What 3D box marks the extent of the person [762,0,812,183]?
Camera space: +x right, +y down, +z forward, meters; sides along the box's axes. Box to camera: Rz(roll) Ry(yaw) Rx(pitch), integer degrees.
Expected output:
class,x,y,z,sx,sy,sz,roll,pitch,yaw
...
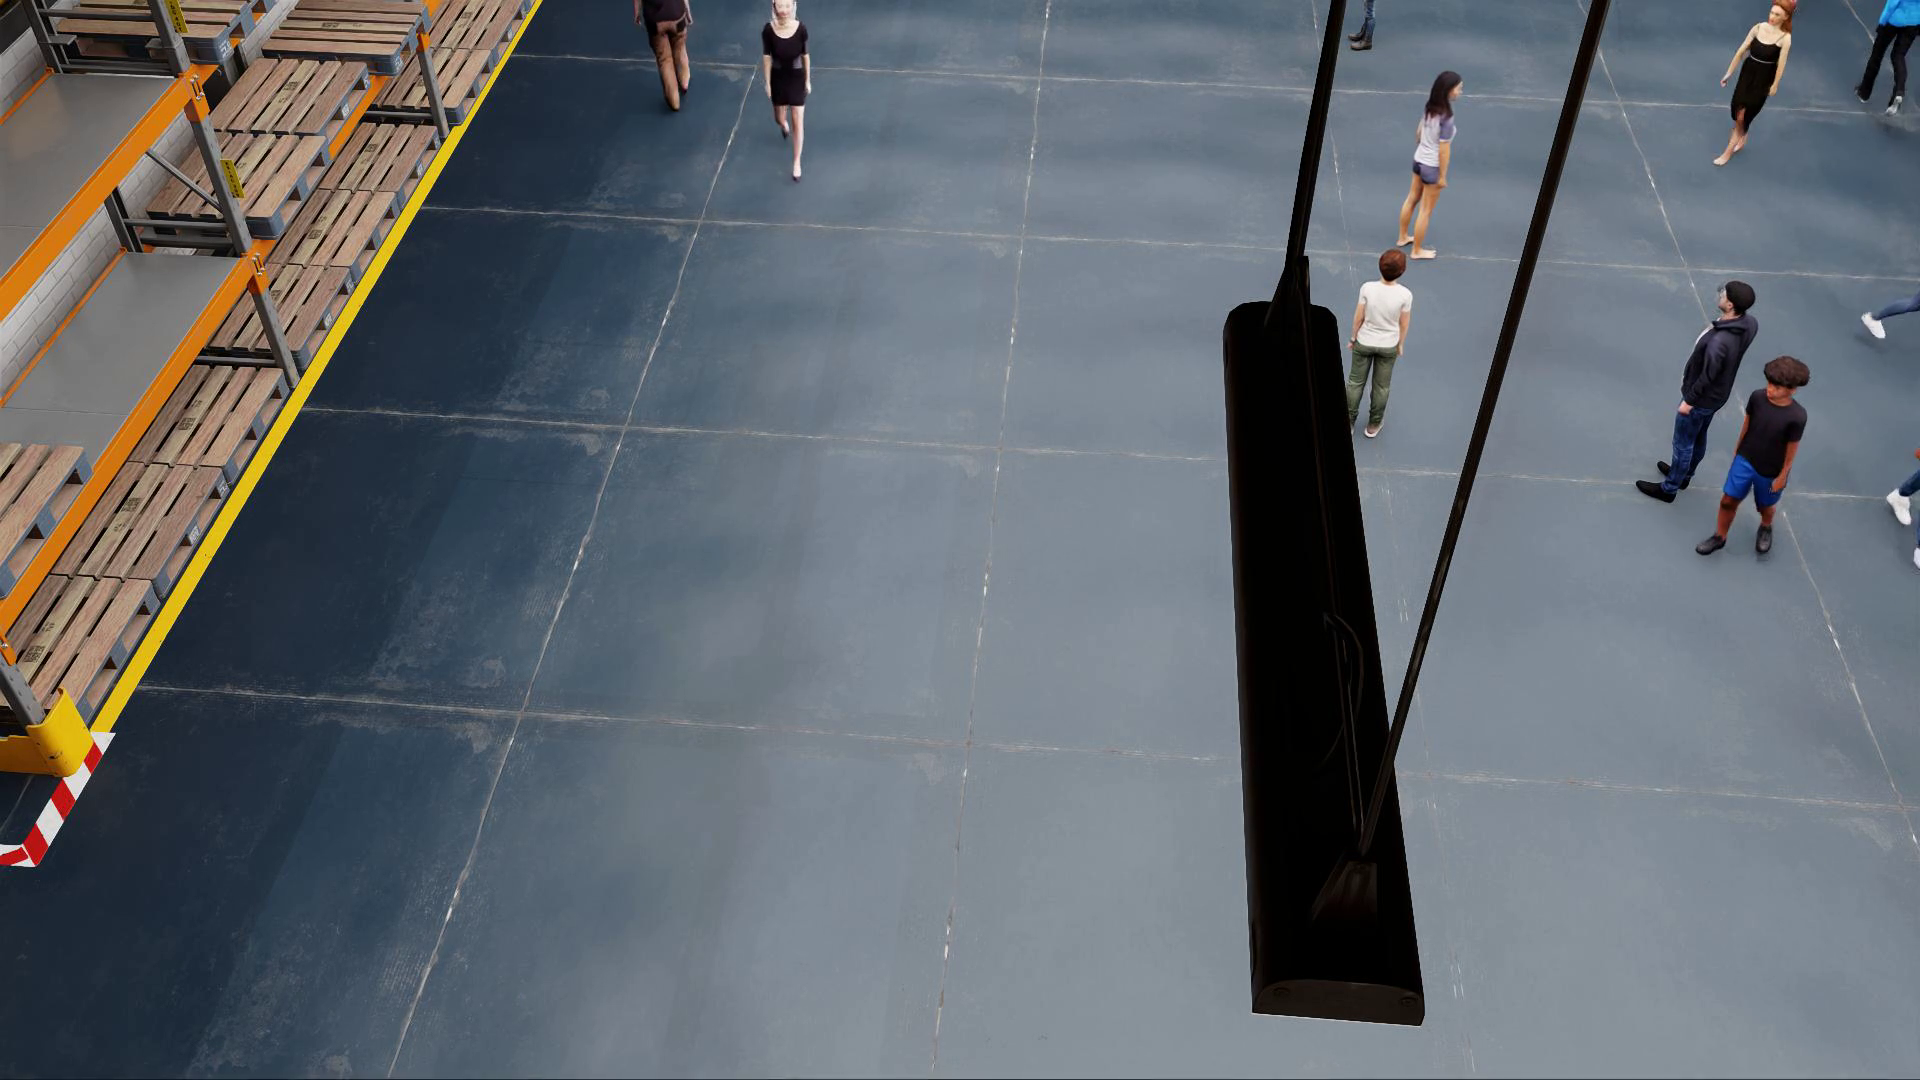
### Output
class,x,y,z,sx,sy,sz,roll,pitch,yaw
person,-1.613,-4.299,15.533,0.734,1.816,1.038,-6,44,-6

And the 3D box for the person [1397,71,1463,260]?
class,x,y,z,sx,sy,sz,roll,pitch,yaw
person,4.102,-3.274,14.520,0.711,1.732,0.574,-11,45,-12

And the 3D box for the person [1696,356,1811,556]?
class,x,y,z,sx,sy,sz,roll,pitch,yaw
person,5.690,-0.583,11.681,0.975,1.750,0.944,-28,50,-26

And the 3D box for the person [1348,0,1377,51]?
class,x,y,z,sx,sy,sz,roll,pitch,yaw
person,4.341,-5.825,17.498,0.559,1.316,0.424,4,44,4

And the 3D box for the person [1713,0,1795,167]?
class,x,y,z,sx,sy,sz,roll,pitch,yaw
person,7.608,-4.387,15.785,0.909,1.597,0.874,-24,49,-23

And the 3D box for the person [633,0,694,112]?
class,x,y,z,sx,sy,sz,roll,pitch,yaw
person,-2.891,-5.086,16.360,0.895,1.815,0.997,-13,45,-13

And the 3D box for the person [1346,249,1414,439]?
class,x,y,z,sx,sy,sz,roll,pitch,yaw
person,3.182,-1.496,12.709,0.597,1.654,0.576,10,45,11

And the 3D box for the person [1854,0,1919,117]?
class,x,y,z,sx,sy,sz,roll,pitch,yaw
person,9.271,-5.012,16.310,0.606,1.778,1.005,3,44,3

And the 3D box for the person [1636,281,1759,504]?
class,x,y,z,sx,sy,sz,roll,pitch,yaw
person,5.425,-1.070,12.087,0.739,1.895,0.816,-33,53,-30
